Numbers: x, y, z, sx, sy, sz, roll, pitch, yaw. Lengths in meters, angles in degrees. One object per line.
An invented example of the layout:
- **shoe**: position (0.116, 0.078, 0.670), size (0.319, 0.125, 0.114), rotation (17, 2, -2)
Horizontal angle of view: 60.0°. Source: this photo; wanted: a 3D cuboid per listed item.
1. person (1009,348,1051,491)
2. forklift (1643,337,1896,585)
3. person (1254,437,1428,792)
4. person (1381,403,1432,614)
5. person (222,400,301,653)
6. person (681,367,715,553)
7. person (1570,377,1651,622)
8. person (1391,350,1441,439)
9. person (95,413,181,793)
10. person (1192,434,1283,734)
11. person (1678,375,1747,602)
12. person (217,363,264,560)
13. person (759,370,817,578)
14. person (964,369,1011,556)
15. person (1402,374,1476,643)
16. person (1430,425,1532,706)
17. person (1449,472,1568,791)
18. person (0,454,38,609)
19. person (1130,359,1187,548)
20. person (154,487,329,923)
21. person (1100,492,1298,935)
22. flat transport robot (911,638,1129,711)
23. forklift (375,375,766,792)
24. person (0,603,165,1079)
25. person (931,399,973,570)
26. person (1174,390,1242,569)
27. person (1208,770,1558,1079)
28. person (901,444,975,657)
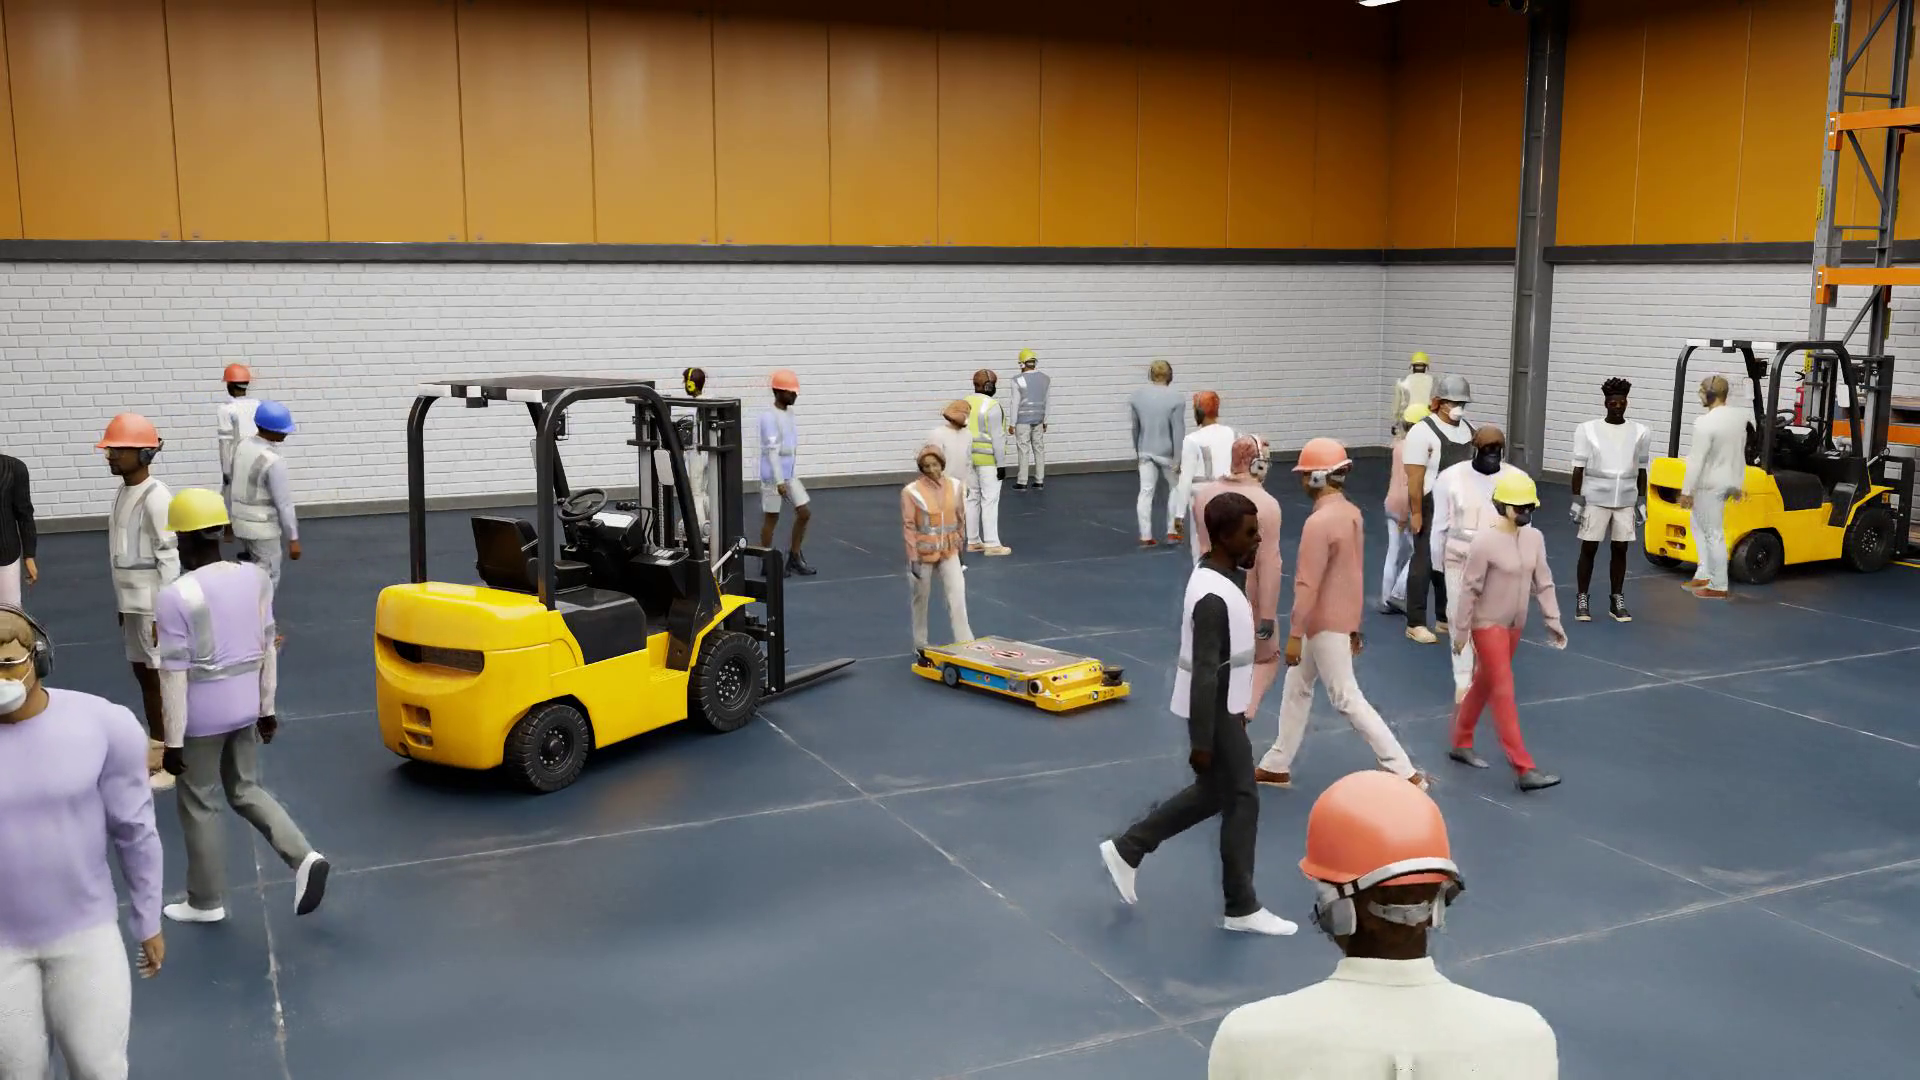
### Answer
- **person**: position (0.875, -1.532, 21.253), size (0.587, 1.828, 0.404), rotation (-5, 11, -30)
- **forklift**: position (7.551, -0.789, 15.507), size (2.313, 2.155, 1.214), rotation (-4, 10, -25)
- **person**: position (1.996, 0.437, 8.742), size (1.039, 1.950, 0.623), rotation (5, 10, 28)
- **person**: position (3.627, -0.236, 13.477), size (0.417, 1.747, 0.522), rotation (0, 9, 0)
- **person**: position (-5.044, -0.077, 12.043), size (0.484, 1.883, 0.687), rotation (-9, 13, -44)
- **person**: position (-2.602, -0.781, 16.489), size (0.371, 1.856, 0.567), rotation (6, 11, 32)
- **person**: position (5.196, -0.321, 13.305), size (0.613, 1.965, 0.361), rotation (1, 9, 4)
- **person**: position (5.734, -1.477, 20.964), size (0.597, 1.810, 0.632), rotation (1, 9, 5)
- **person**: position (-4.412, 0.336, 8.981), size (0.613, 2.048, 0.362), rotation (9, 13, 44)
- **person**: position (1.592, 0.341, 9.469), size (0.455, 1.886, 0.644), rotation (-8, 12, -40)
- **person**: position (6.351, -0.447, 14.196), size (0.642, 1.922, 0.655), rotation (-7, 11, -37)
- **person**: position (-6.840, -0.734, 15.988), size (0.547, 1.927, 0.544), rotation (6, 11, 33)
- **person**: position (-1.570, -0.584, 15.080), size (0.635, 1.911, 0.556), rotation (4, 10, 25)
- **person**: position (0.254, -0.768, 16.470), size (0.429, 1.844, 0.627), rotation (-7, 11, -36)
- **person**: position (3.701, -0.243, 12.595), size (0.687, 2.000, 0.535), rotation (-6, 11, -31)
- **person**: position (3.373, 0.151, 10.837), size (0.639, 1.830, 0.583), rotation (1, 9, 8)
- **person**: position (3.004, 0.483, 9.090), size (0.534, 1.717, 0.894), rotation (-6, 11, -33)
- **person**: position (-6.187, 0.114, 10.519), size (0.623, 1.992, 0.397), rotation (-4, 10, -23)
- **person**: position (2.063, -0.878, 16.949), size (0.643, 1.911, 0.759), rotation (6, 11, 33)
- **person**: position (-3.088, 0.724, 7.018), size (0.717, 1.905, 0.594), rotation (3, 10, 21)
- **person**: position (1.017, 0.725, 7.033), size (0.779, 1.898, 0.593), rotation (2, 9, 9)
- **flat transport robot**: position (0.385, 0.871, 11.151), size (0.652, 0.197, 1.431), rotation (-8, 12, -42)
- **forklift**: position (-2.268, 0.149, 9.685), size (1.214, 2.155, 2.313), rotation (6, 11, 32)
- **person**: position (-2.570, 1.100, 4.632), size (0.654, 1.921, 0.516), rotation (-5, 10, -27)
- **person**: position (-0.123, -0.539, 15.730), size (0.527, 1.609, 0.530), rotation (-7, 12, -37)
- **person**: position (1.946, -0.252, 13.153), size (0.596, 1.872, 0.417), rotation (-6, 11, -34)
- **person**: position (0.681, 1.370, 2.831), size (0.612, 1.959, 0.506), rotation (0, 9, 0)
- **person**: position (-0.149, 0.129, 11.643), size (0.530, 1.587, 0.864), rotation (-5, 10, -28)
